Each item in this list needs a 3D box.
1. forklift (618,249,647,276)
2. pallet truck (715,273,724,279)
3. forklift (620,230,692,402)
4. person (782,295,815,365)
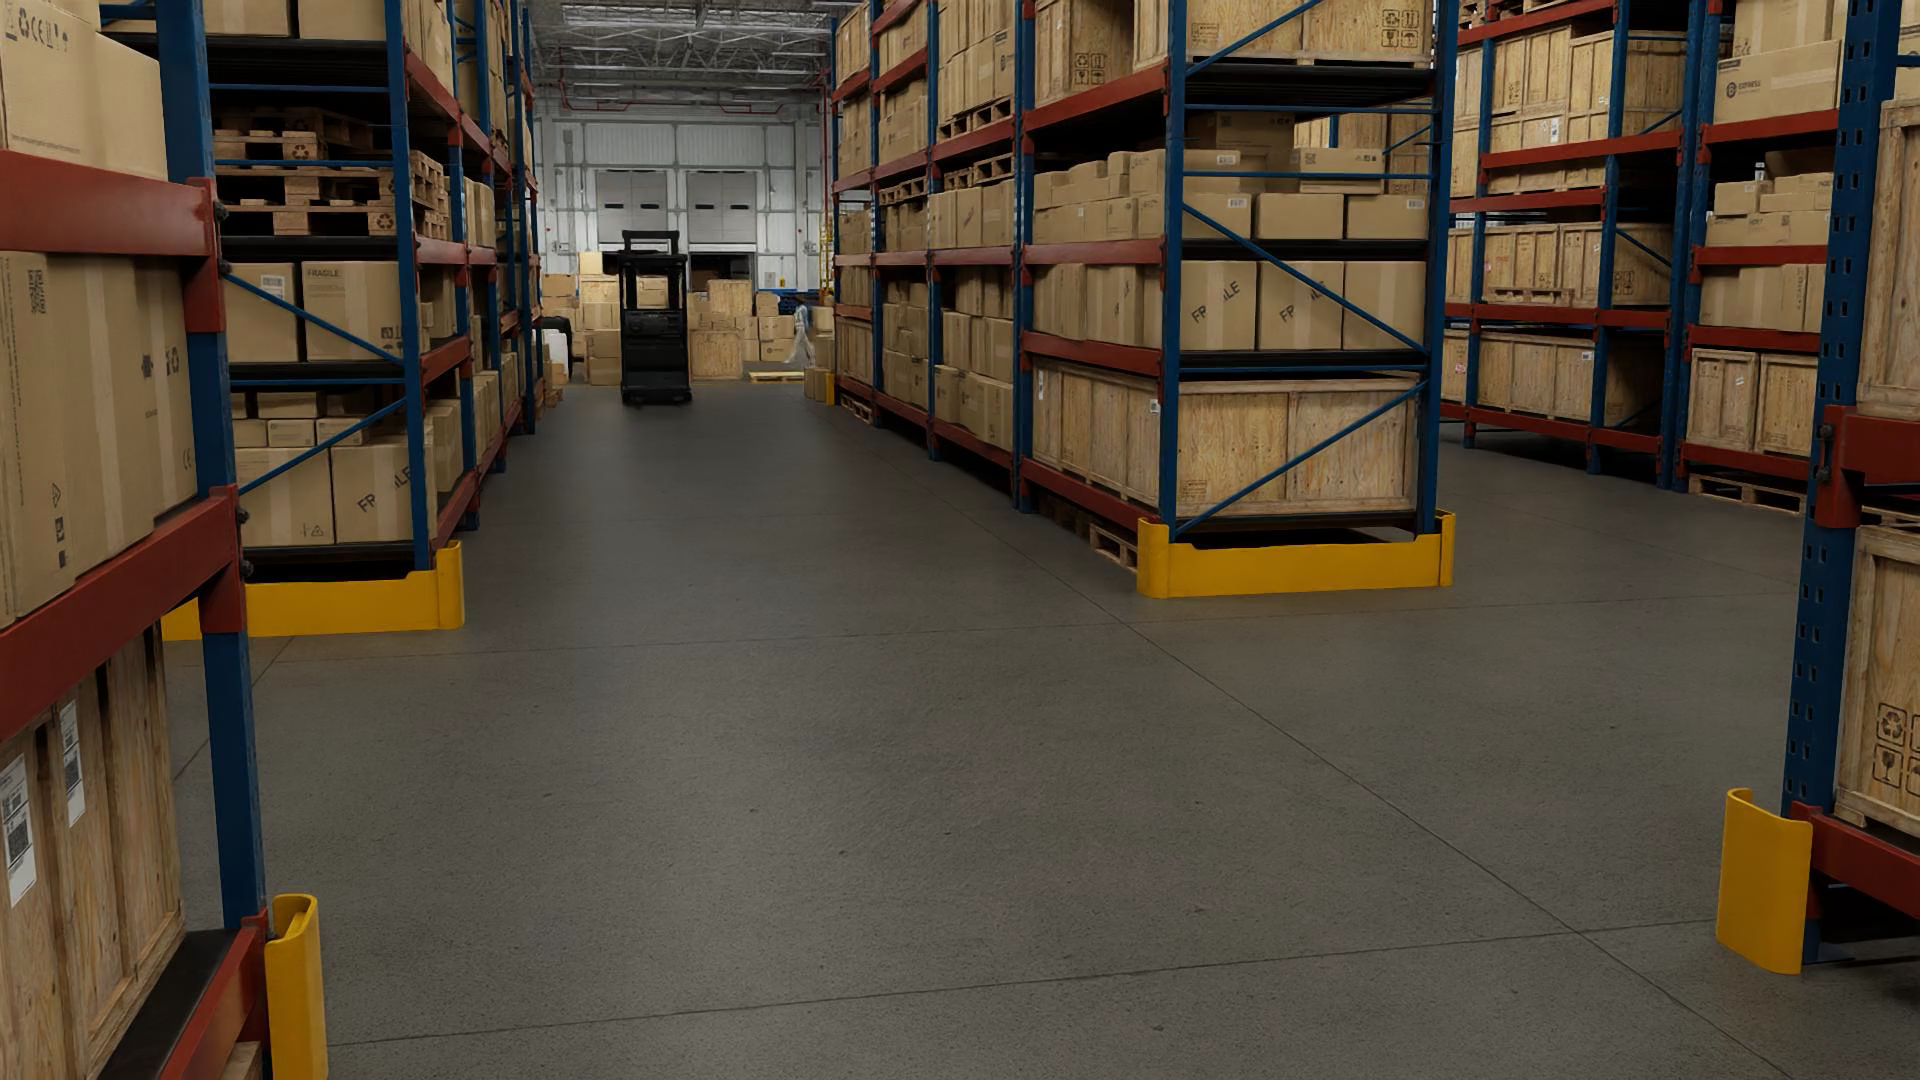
[{"bbox_3d":[-11.221,-8.596,57.218,1.129,2.768,1.873,-6,11,-31],"label":"forklift"},{"bbox_3d":[-8.580,-8.986,62.280,1.885,1.965,0.823,1,9,5],"label":"pallet truck"},{"bbox_3d":[-5.117,-3.756,27.718,1.129,2.768,1.873,-2,10,-12],"label":"forklift"},{"bbox_3d":[-3.632,-4.800,37.992,0.884,1.594,0.531,-4,10,-21],"label":"person"}]
